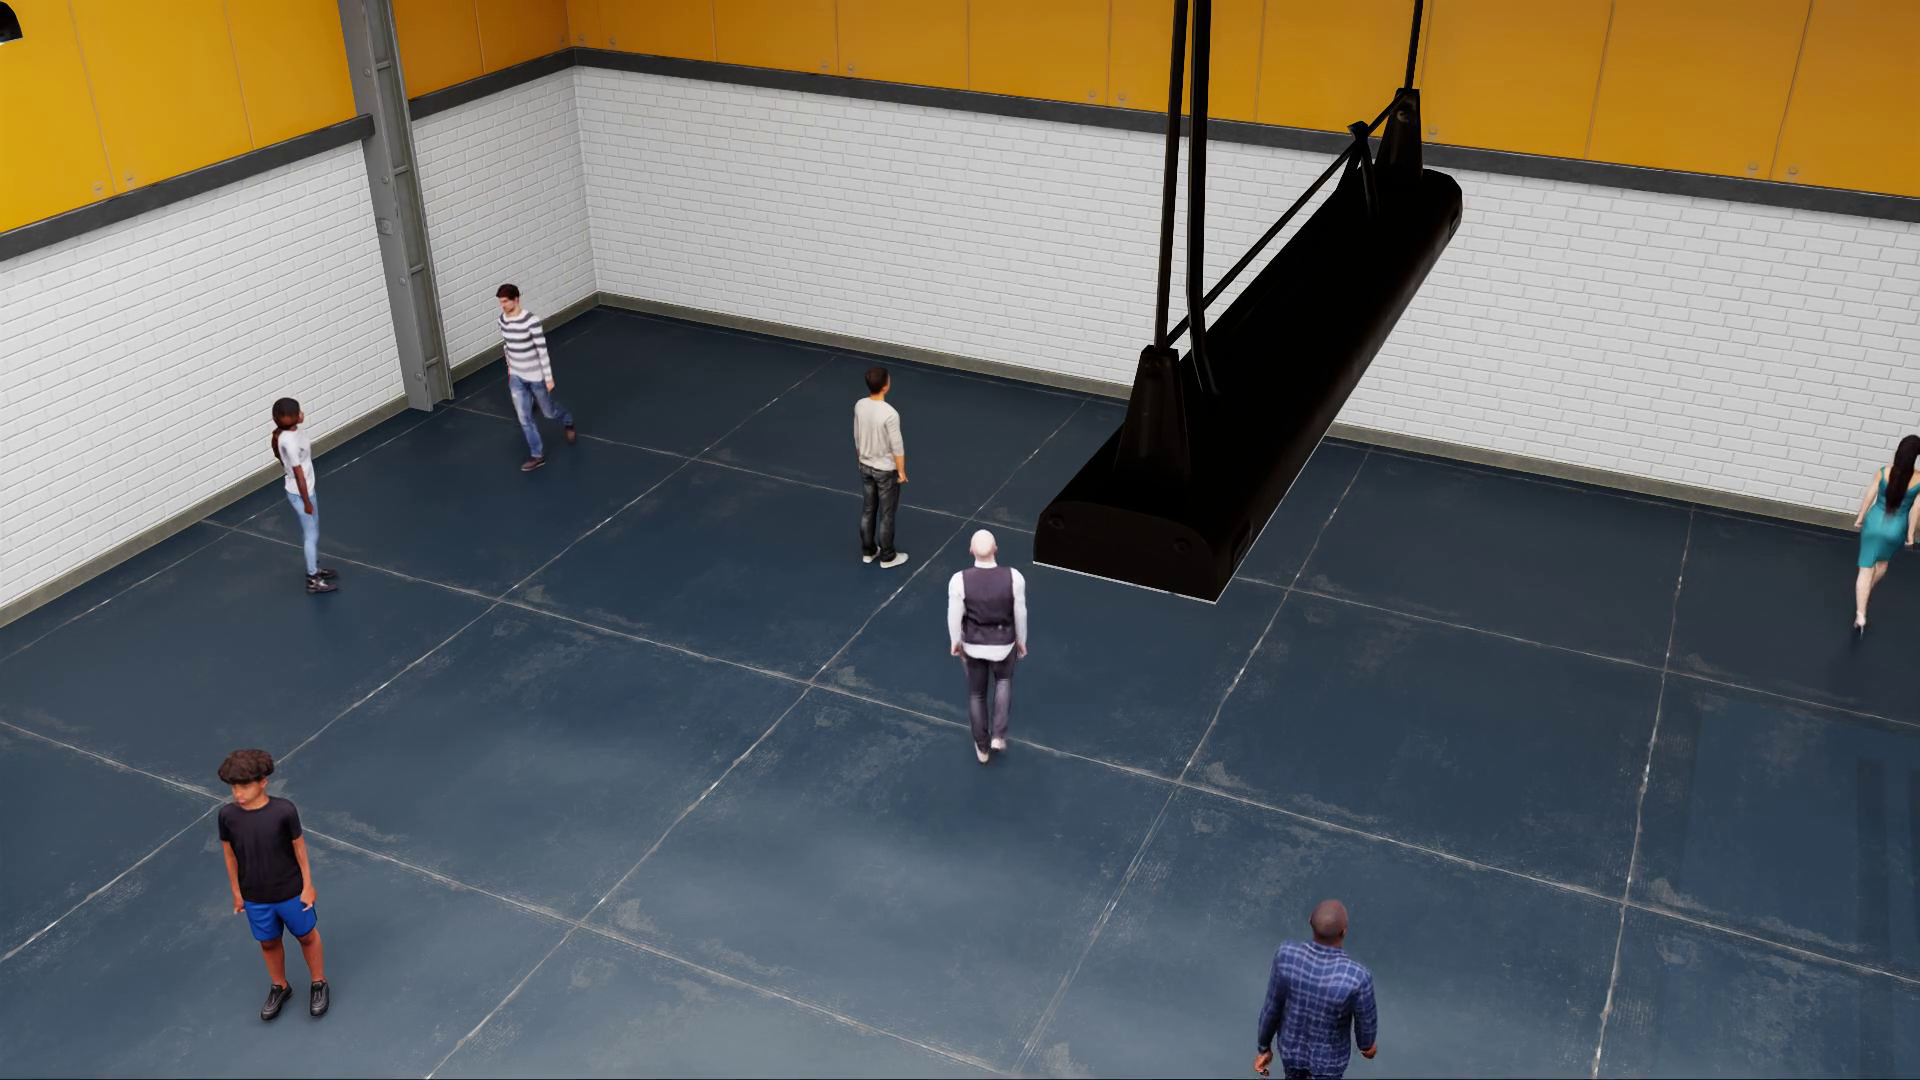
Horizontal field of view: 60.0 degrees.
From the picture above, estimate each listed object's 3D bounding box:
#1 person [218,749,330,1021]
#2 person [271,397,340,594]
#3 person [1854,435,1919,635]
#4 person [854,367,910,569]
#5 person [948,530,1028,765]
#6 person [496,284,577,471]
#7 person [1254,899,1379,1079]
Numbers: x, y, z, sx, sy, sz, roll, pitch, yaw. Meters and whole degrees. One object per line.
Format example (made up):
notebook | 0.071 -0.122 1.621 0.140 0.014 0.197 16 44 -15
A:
person | -3.903 1.944 9.457 0.713 1.799 0.738 -3 29 -5
person | -5.461 -0.387 13.811 0.711 1.721 0.647 -9 30 -16
person | 7.339 -0.019 13.224 0.580 1.638 0.995 13 31 22
person | -0.694 -0.621 14.146 0.707 1.811 0.613 20 35 33
person | 0.199 0.798 11.545 0.840 1.811 0.857 -2 29 -4
person | -4.075 -1.612 15.962 0.707 1.812 1.062 11 30 19
person | 1.706 2.601 8.262 0.817 1.790 1.179 19 34 31
